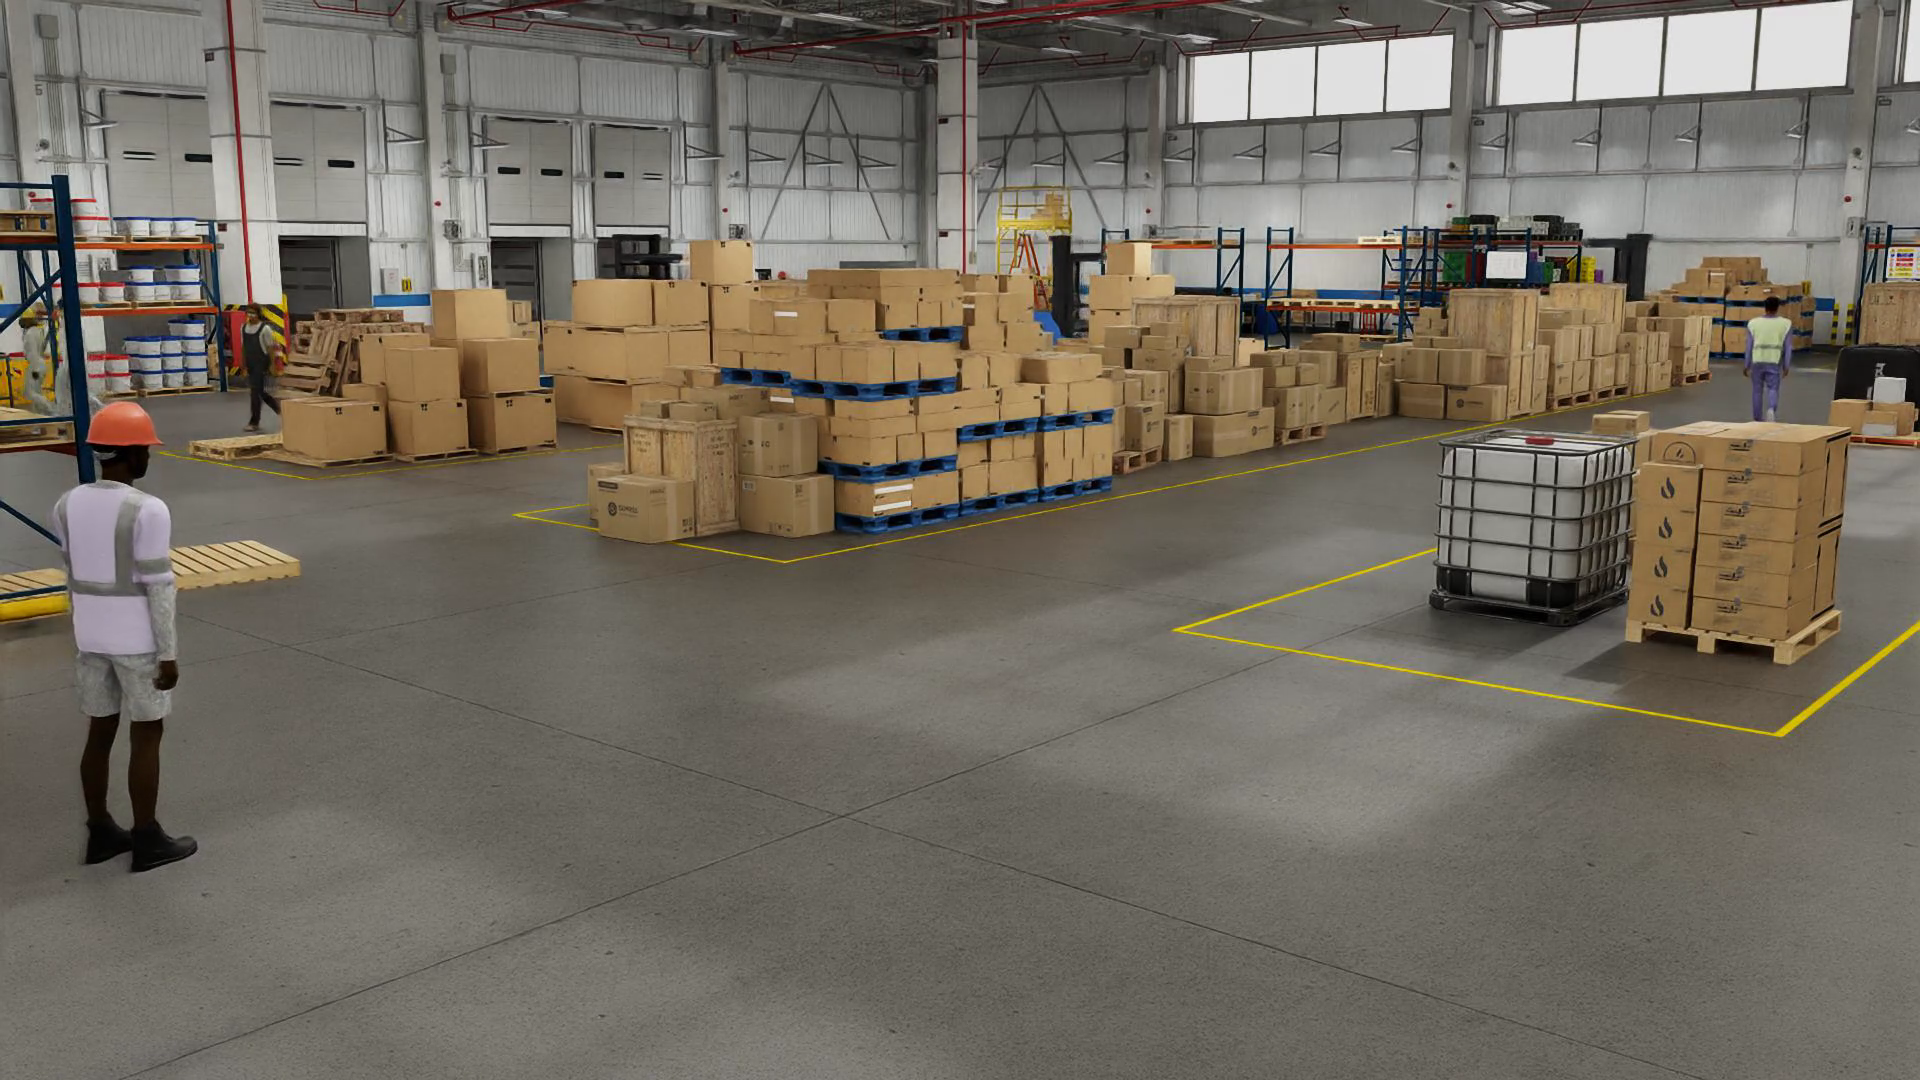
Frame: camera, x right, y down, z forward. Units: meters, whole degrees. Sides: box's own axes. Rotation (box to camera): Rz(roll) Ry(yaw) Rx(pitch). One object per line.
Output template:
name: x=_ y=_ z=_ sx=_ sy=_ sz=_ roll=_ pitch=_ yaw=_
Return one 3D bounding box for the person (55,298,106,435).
person: x=-12.077 y=-2.371 z=22.703 sx=0.896 sy=1.895 sz=0.641 roll=-8 pitch=13 yaw=-38

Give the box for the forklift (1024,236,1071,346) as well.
forklift: x=2.319 y=-5.644 z=38.527 sx=1.873 sy=2.768 sz=1.129 roll=2 pitch=10 yaw=12

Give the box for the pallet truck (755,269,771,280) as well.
pallet truck: x=-4.996 y=-6.432 z=45.525 sx=1.885 sy=1.965 sz=0.823 roll=-6 pitch=12 yaw=-32

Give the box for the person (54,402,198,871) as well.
person: x=-3.423 y=0.396 z=6.872 sx=0.544 sy=1.928 sz=0.409 roll=3 pitch=11 yaw=19

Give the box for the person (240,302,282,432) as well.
person: x=-9.820 y=-2.447 z=23.387 sx=0.518 sy=1.804 sz=0.807 roll=4 pitch=11 yaw=22

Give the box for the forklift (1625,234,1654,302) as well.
forklift: x=13.721 y=-4.821 z=33.841 sx=1.873 sy=2.768 sz=1.129 roll=3 pitch=10 yaw=14

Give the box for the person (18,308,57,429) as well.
person: x=-13.019 y=-2.408 z=23.393 sx=0.391 sy=1.731 sz=0.494 roll=-4 pitch=11 yaw=-21

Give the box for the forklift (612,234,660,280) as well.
forklift: x=-6.595 y=-4.862 z=34.077 sx=1.129 sy=2.768 sz=1.873 roll=-7 pitch=12 yaw=-34

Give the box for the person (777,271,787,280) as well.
person: x=-4.916 y=-6.652 z=47.036 sx=0.575 sy=1.903 sz=0.638 roll=-5 pitch=11 yaw=-27

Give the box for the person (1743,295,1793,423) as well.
person: x=11.306 y=-2.478 z=23.306 sx=0.588 sy=1.898 sz=0.554 roll=4 pitch=11 yaw=22
